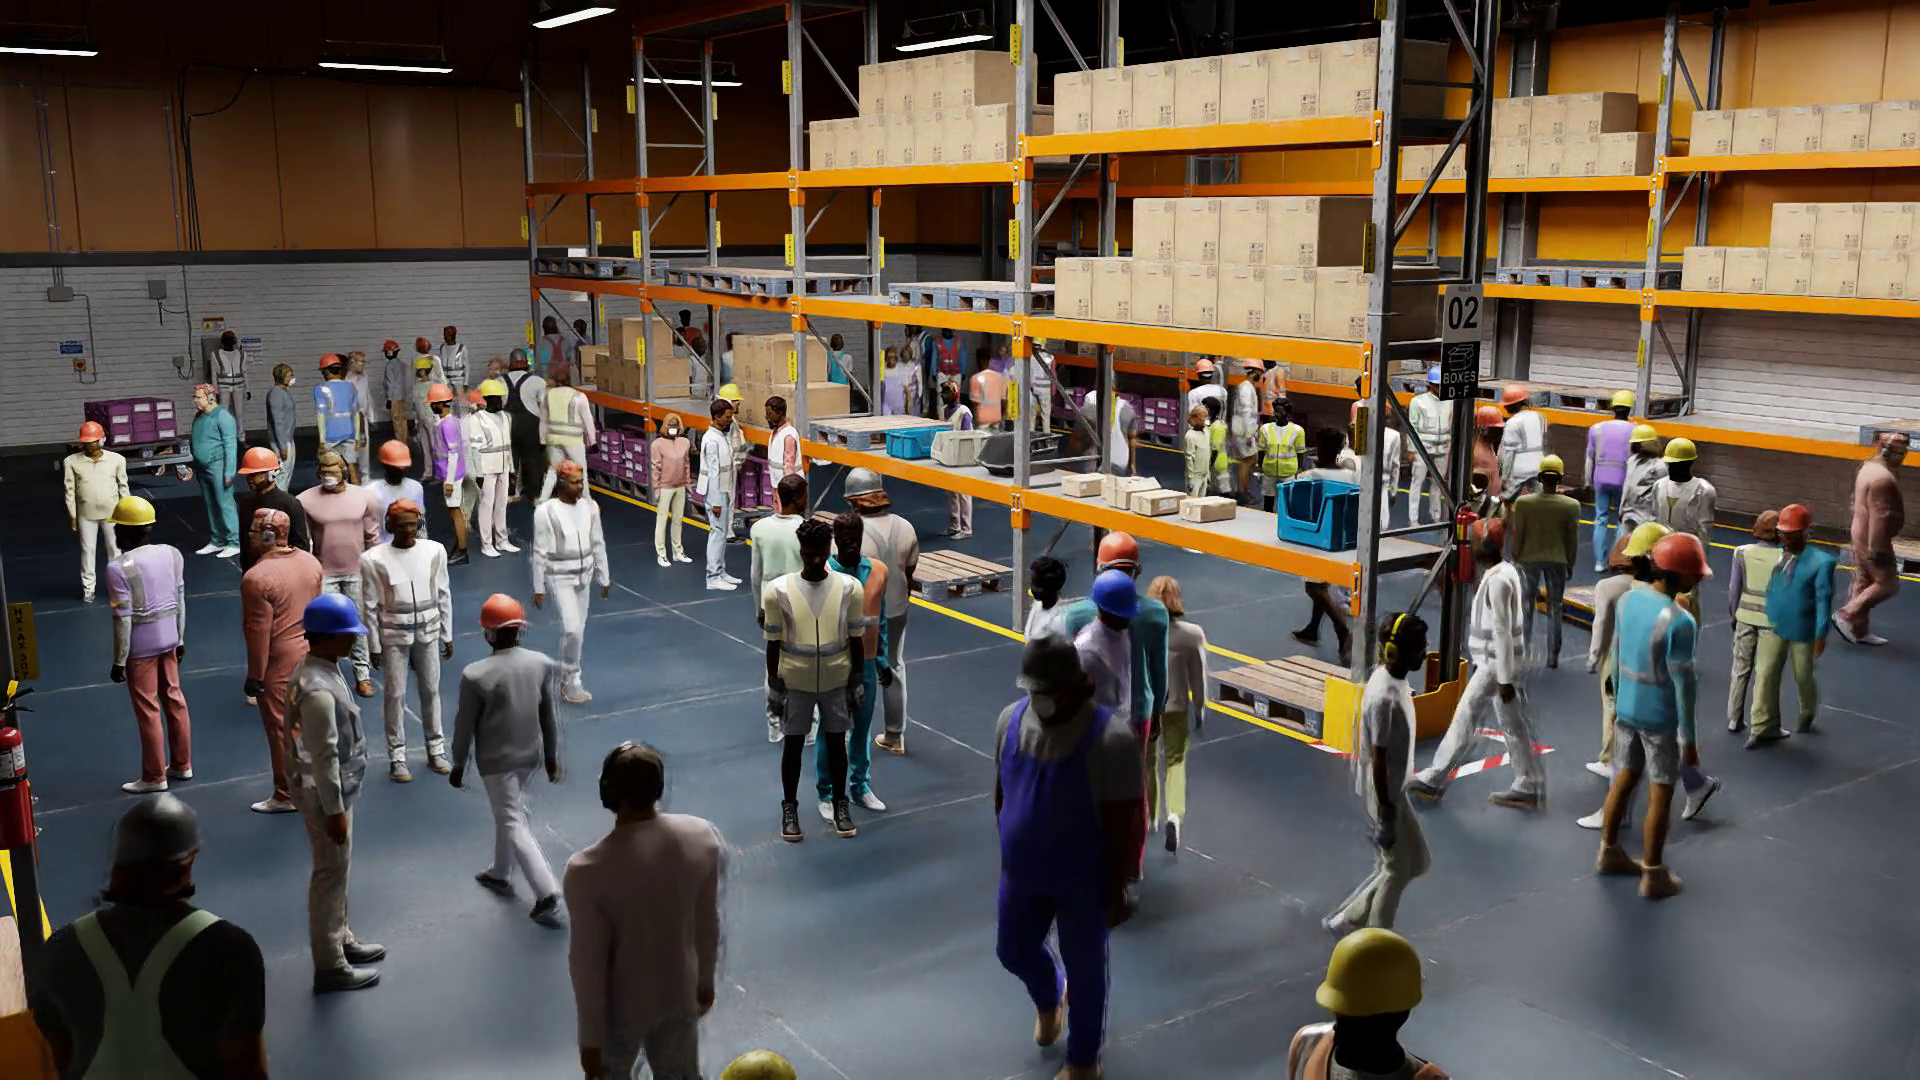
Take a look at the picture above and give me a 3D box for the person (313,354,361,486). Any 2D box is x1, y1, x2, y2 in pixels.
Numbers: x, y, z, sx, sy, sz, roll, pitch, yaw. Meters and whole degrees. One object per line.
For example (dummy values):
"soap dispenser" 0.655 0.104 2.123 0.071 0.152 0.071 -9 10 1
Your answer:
"person" -7.710 -1.294 20.601 0.698 1.995 0.639 8 13 34

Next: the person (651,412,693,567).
"person" -3.054 -0.542 17.675 0.286 1.632 0.501 10 15 42

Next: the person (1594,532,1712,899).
"person" 3.792 0.936 9.079 0.392 2.037 0.626 -3 11 -14

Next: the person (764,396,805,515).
"person" -1.776 -0.501 16.774 0.415 1.907 0.595 -4 12 -20

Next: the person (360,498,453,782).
"person" -3.623 0.649 10.957 0.565 1.879 0.356 -8 13 -34

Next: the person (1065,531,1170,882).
"person" 0.852 0.938 9.209 0.619 1.989 0.396 -2 11 -12

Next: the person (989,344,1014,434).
"person" 0.688 -2.480 27.707 0.501 1.591 0.853 -1 11 -7

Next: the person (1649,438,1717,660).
"person" 5.859 0.115 13.596 0.405 1.919 0.581 -6 13 -29

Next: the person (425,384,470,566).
"person" -5.443 -0.691 17.659 0.374 1.934 0.548 -3 12 -16

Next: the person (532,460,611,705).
"person" -2.901 0.331 12.595 0.528 1.867 0.616 8 14 37

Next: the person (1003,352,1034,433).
"person" 0.888 -2.136 25.729 0.544 1.677 0.643 -2 11 -12

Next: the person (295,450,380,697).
"person" -4.750 0.269 12.744 0.630 1.936 0.366 -5 12 -26

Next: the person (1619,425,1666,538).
"person" 6.510 -0.244 15.903 0.413 1.729 0.491 -4 12 -19

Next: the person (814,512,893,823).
"person" -0.698 0.763 10.262 0.599 1.916 0.376 -7 13 -34

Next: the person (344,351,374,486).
"person" -8.273 -1.642 22.701 0.407 1.880 0.724 5 12 25

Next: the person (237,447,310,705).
"person" -5.174 0.286 12.506 0.623 1.992 0.396 5 12 23

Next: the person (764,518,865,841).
"person" -0.857 0.823 9.869 0.602 1.957 0.385 -2 11 -12

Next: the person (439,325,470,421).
"person" -8.434 -2.626 27.690 0.572 1.886 0.354 3 12 17

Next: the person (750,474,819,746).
"person" -1.194 0.493 11.659 0.590 1.913 0.397 5 12 26

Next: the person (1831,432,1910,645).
"person" 7.821 0.008 14.216 0.463 1.881 0.702 5 12 22

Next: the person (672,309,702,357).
"person" -5.081 -3.319 31.030 0.606 1.967 0.367 -8 14 -35

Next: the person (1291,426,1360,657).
"person" 3.124 0.008 14.083 0.610 1.943 0.859 -6 13 -30

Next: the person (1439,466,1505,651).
"person" 4.367 0.151 14.172 0.544 1.620 0.548 6 12 26

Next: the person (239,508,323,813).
"person" -4.244 0.742 10.382 0.410 1.913 0.651 3 11 14

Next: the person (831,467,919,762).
"person" -0.647 0.498 11.303 0.678 2.000 0.536 -10 15 -41

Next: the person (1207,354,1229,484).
"person" 3.508 -1.793 23.022 0.374 2.040 0.615 5 12 22

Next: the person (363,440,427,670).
"person" -4.692 0.095 13.744 0.902 1.902 0.552 9 14 39

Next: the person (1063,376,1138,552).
"person" 1.545 -0.905 18.484 0.725 2.000 0.967 -4 12 -18

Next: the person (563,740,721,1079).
"person" -1.071 1.633 5.870 0.643 1.904 0.959 -10 15 -42

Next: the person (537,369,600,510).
"person" -4.887 -1.212 20.665 0.737 1.822 0.575 4 12 18

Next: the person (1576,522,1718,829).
"person" 4.207 0.819 10.024 0.836 1.898 0.582 1 11 3

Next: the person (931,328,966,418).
"person" -0.201 -2.991 29.759 0.629 1.817 0.493 0 11 -2

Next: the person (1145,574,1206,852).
"person" 1.193 1.013 9.781 0.506 1.610 0.686 1 11 4

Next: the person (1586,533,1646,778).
"person" 4.390 0.764 10.983 0.498 1.634 0.283 -1 11 -7

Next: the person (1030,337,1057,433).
"person" 1.257 -2.384 26.594 0.591 1.829 0.404 3 12 16

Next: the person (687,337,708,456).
"person" -4.052 -2.215 25.714 0.348 1.839 0.505 5 12 23

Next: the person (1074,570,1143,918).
"person" 0.744 1.069 8.739 0.533 1.905 0.612 4 12 19

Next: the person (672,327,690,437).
"person" -4.646 -2.619 27.697 0.315 1.869 0.526 8 14 36

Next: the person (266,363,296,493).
"person" -8.198 -1.175 20.167 0.371 1.931 0.624 -3 11 -14

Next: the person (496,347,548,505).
"person" -5.614 -1.473 21.389 0.748 2.000 0.540 1 11 7

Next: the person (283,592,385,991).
"person" -3.007 1.203 7.979 0.421 1.935 0.612 -4 12 -19

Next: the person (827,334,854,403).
"person" -1.934 -2.334 26.296 0.514 1.844 0.328 0 11 2

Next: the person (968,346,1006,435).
"person" 0.341 -1.642 22.515 0.427 1.947 0.609 11 15 44
